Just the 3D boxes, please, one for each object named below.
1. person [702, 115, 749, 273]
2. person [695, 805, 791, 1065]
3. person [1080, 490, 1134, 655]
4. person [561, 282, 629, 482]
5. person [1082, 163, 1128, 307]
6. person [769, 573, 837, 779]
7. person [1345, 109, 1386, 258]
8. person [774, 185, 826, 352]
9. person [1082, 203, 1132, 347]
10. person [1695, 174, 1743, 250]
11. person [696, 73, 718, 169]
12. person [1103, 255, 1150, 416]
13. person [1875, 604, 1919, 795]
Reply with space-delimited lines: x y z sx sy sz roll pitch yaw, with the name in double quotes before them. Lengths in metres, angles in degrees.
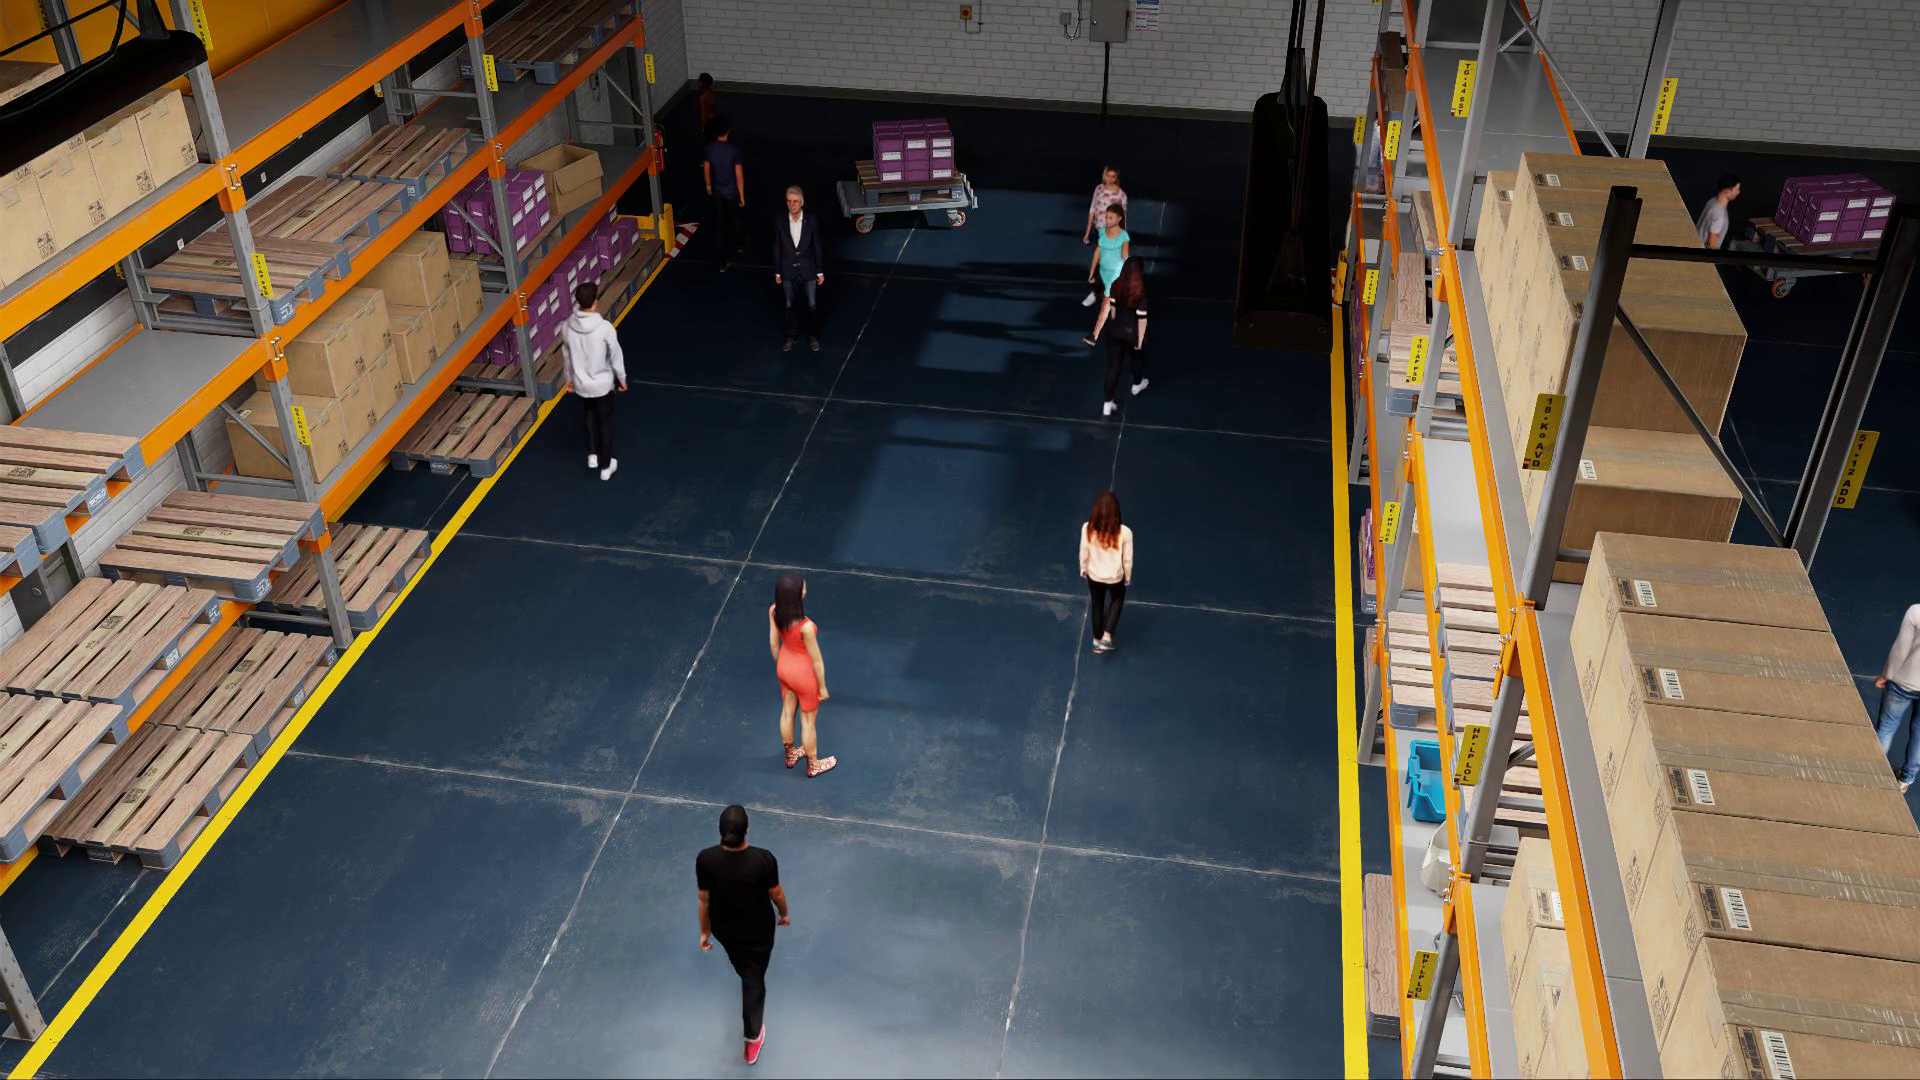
"person" -2.722 -3.939 19.089 0.678 1.746 1.116 5 34 7
"person" -1.276 2.323 9.696 0.725 1.716 1.124 2 34 3
"person" 1.127 0.298 12.963 0.599 1.471 0.588 9 35 13
"person" -3.353 -1.386 15.097 0.714 1.914 0.637 4 34 6
"person" 1.686 -3.436 18.465 0.969 1.599 1.172 24 41 32
"person" -1.144 0.950 11.758 0.669 1.719 0.668 23 40 30
"person" 4.666 -4.138 19.320 1.077 1.821 0.975 -26 41 -33
"person" -1.679 -2.852 17.391 0.703 1.815 0.628 1 34 2
"person" 1.660 -2.839 17.643 0.933 1.514 1.097 28 43 35
"person" 7.840 -2.967 17.571 0.981 1.809 0.716 6 34 10
"person" -3.324 -5.547 21.952 0.606 1.254 0.438 10 35 14
"person" 1.583 -1.978 16.273 0.877 1.597 1.181 20 38 27
"person" 6.669 0.976 11.554 0.660 1.903 0.590 8 34 12
